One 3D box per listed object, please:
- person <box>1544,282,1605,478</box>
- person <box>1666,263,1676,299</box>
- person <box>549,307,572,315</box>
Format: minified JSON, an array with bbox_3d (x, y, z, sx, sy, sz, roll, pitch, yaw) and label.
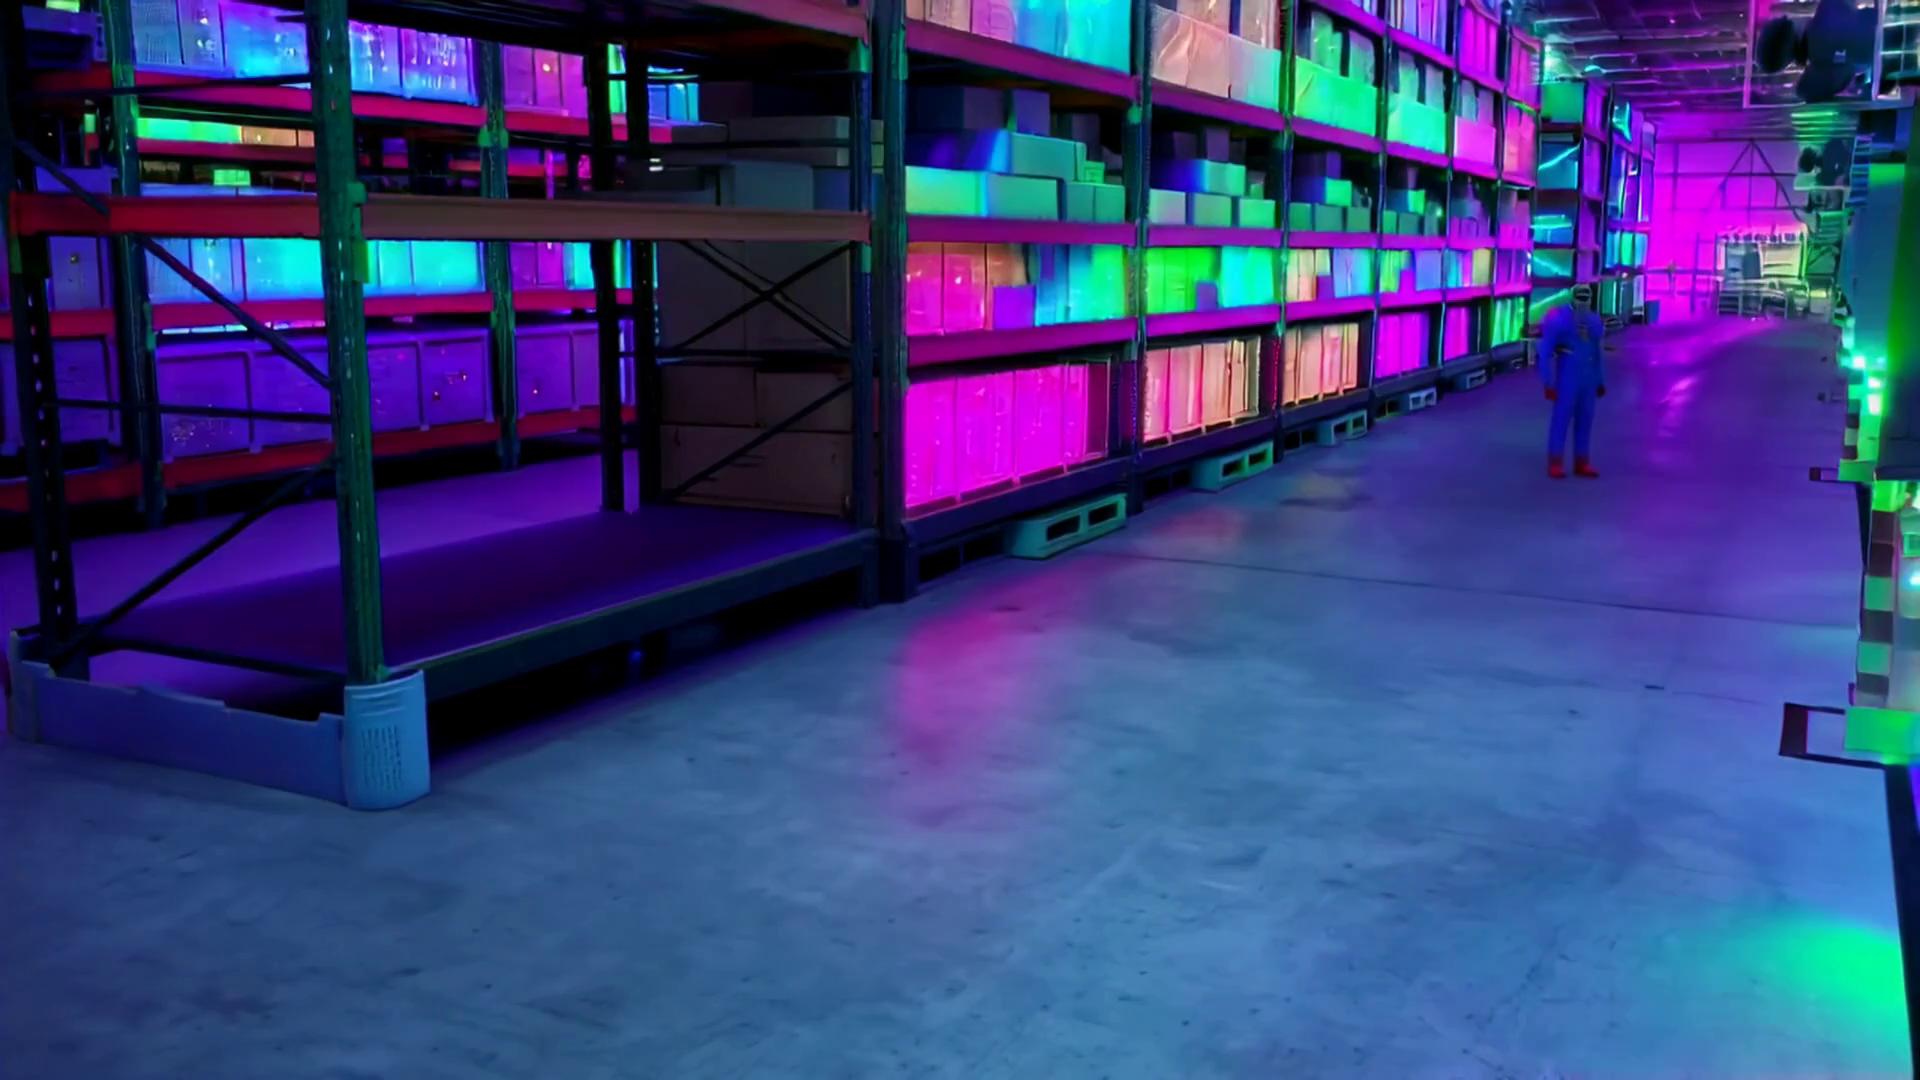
[{"bbox_3d":[5.970,-1.542,16.131,0.654,1.897,0.403,-3,10,-18],"label":"person"},{"bbox_3d":[33.880,-12.334,79.193,0.539,1.692,0.319,-7,12,-35],"label":"person"},{"bbox_3d":[-5.691,-2.963,24.256,0.569,1.924,0.496,4,10,21],"label":"person"}]
